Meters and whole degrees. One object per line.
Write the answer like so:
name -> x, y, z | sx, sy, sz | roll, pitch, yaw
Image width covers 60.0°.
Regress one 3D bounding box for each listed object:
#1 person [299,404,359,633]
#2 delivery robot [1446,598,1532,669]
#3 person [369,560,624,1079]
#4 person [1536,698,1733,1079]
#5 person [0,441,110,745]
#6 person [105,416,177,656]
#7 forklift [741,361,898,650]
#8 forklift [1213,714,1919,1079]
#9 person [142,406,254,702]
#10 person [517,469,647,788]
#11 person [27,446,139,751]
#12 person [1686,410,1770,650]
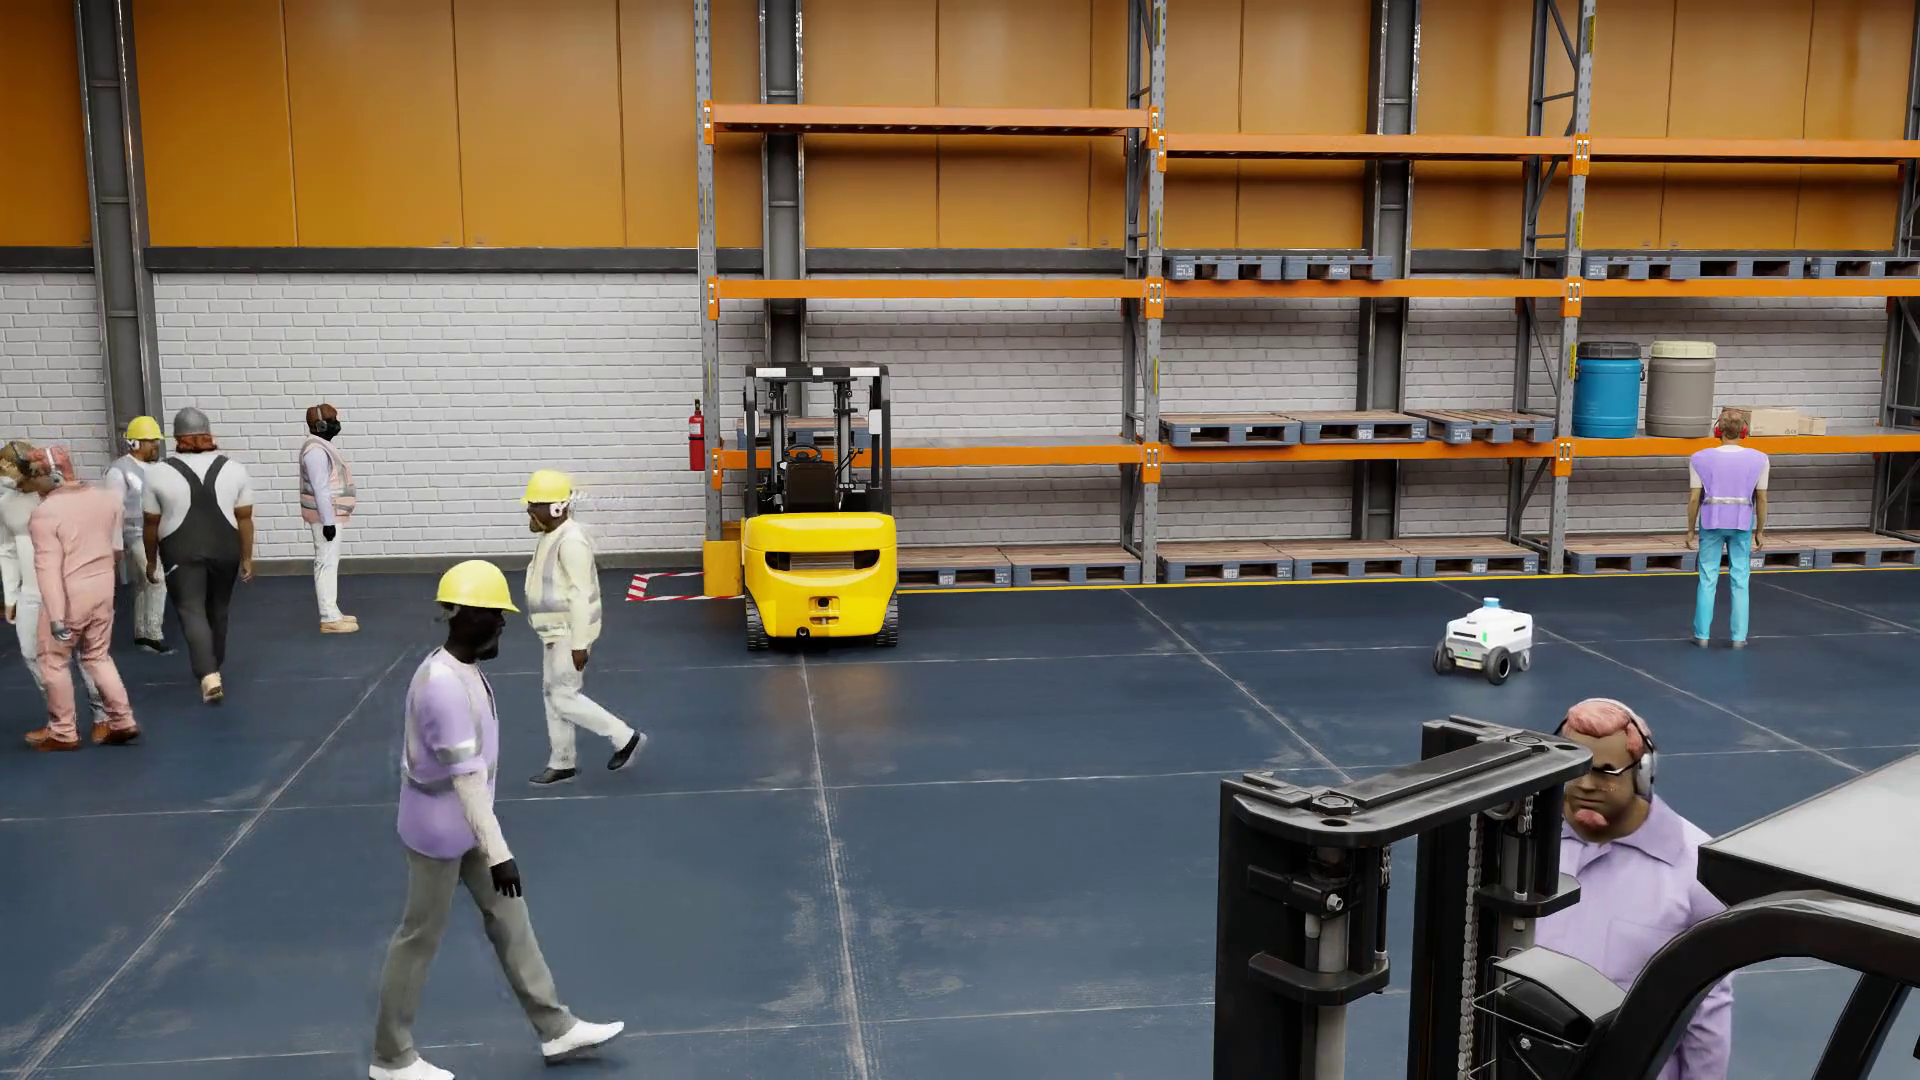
person -> -5.098, -0.178, 13.448 | 0.429, 1.847, 0.627 | -3, 10, -20
delivery robot -> 3.805, 0.658, 11.942 | 0.707, 0.478, 0.477 | -8, 12, -43
person -> -1.674, 1.017, 5.881 | 0.971, 1.869, 0.626 | -1, 9, -5
person -> 1.498, 1.305, 4.020 | 0.639, 1.900, 0.401 | 7, 11, 37
person -> -5.476, 0.332, 10.125 | 0.670, 1.898, 0.513 | 2, 9, 14
person -> -6.112, -0.034, 12.634 | 0.617, 1.809, 0.597 | 1, 9, 8
forklift -> -1.154, -0.340, 13.365 | 1.214, 2.155, 2.313 | -1, 9, -7
forklift -> 1.441, 1.425, 2.350 | 1.214, 2.155, 2.313 | -7, 12, -39
person -> -5.177, 0.060, 11.345 | 0.681, 2.000, 1.011 | -7, 11, -35
person -> -2.147, 0.499, 9.306 | 0.580, 1.819, 0.601 | -4, 10, -26
person -> -5.330, 0.364, 10.007 | 0.610, 1.865, 0.676 | 2, 9, 14
person -> 5.874, -0.070, 12.771 | 0.565, 1.843, 0.390 | 3, 10, 18
